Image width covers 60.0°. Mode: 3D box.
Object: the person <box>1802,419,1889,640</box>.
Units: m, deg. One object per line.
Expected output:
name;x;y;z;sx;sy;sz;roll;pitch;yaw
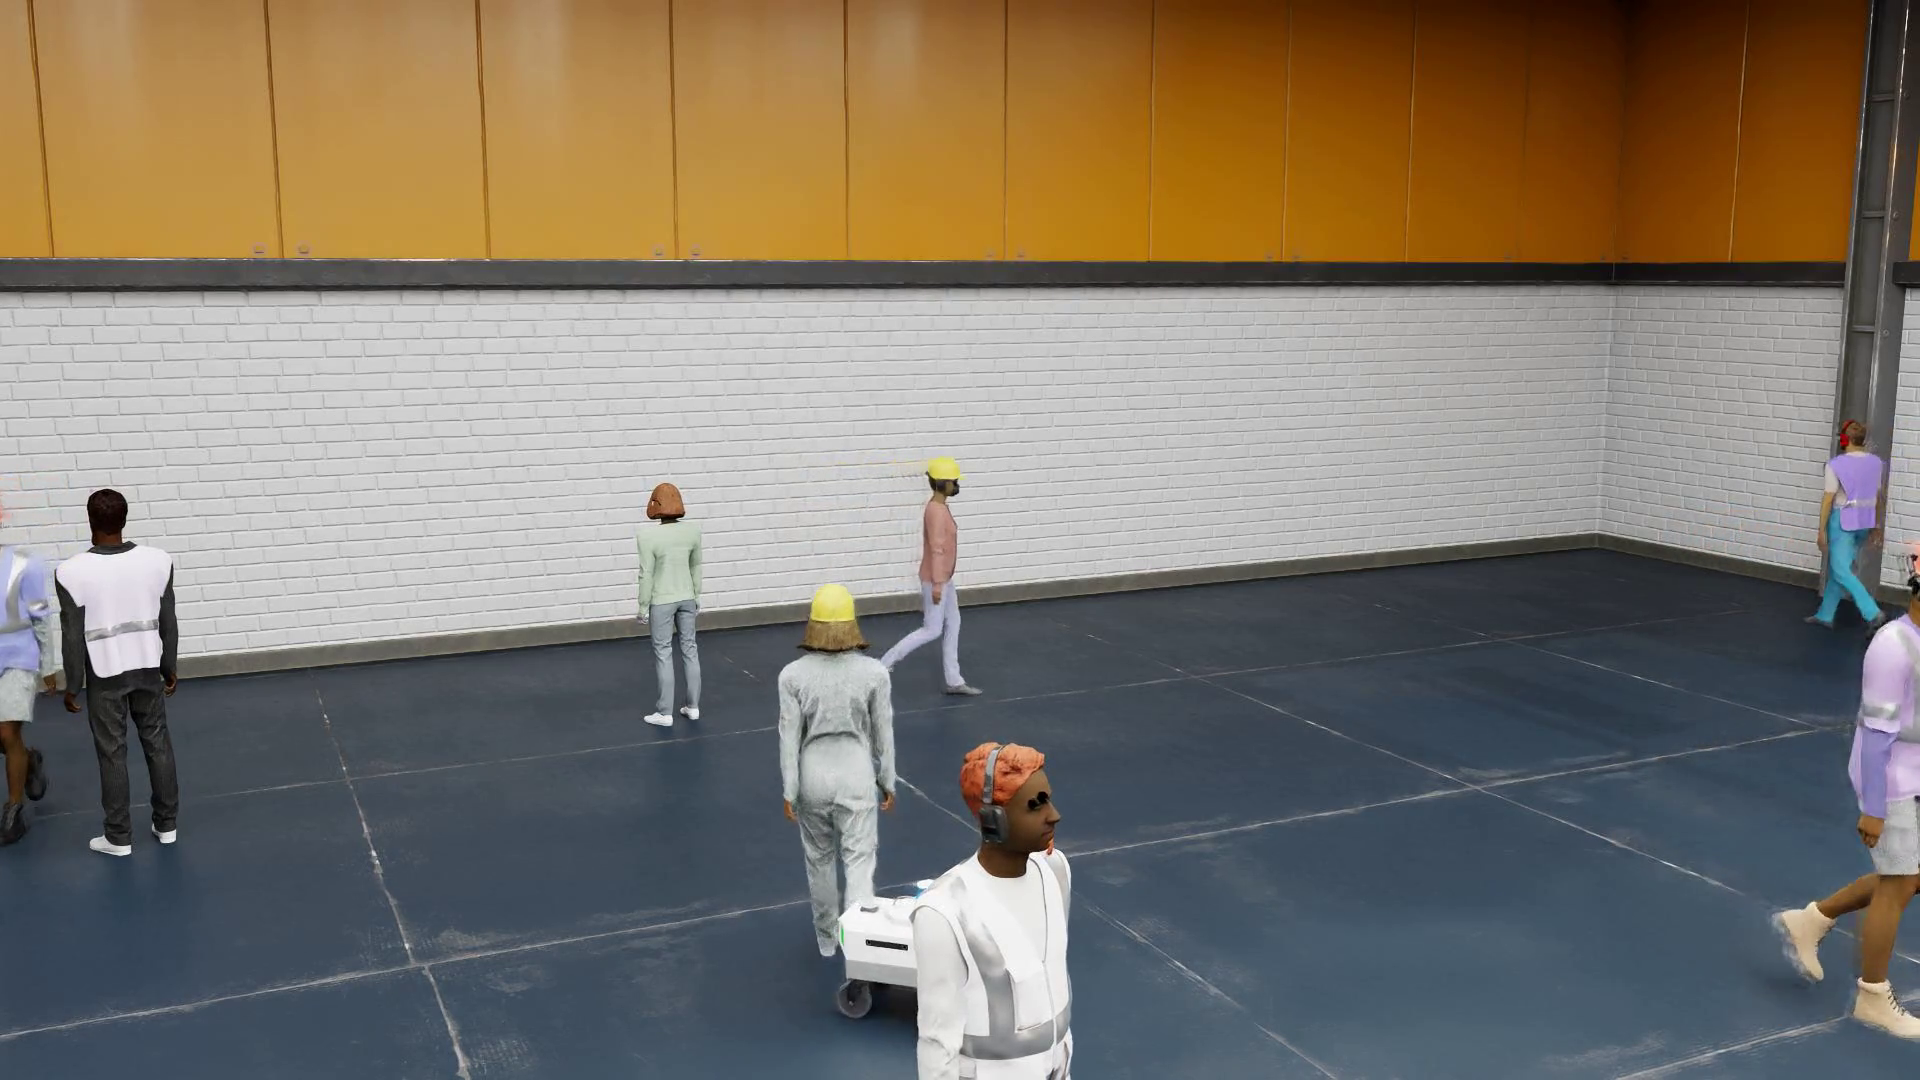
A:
person;7.459;-0.097;13.887;0.572;1.820;0.856;-4;10;-21

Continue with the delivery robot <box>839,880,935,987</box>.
delivery robot;-0.127;1.629;6.771;0.707;0.478;0.477;3;10;18

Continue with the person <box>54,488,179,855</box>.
person;-4.372;0.688;8.679;0.392;1.919;0.590;8;12;40

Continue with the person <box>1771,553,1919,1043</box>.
person;3.719;0.965;6.698;0.671;2.007;0.669;9;13;44

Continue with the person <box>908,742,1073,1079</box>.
person;0.110;1.429;4.189;0.351;1.884;0.582;7;11;35

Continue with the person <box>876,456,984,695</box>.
person;-0.232;0.268;11.818;0.727;1.747;0.535;1;9;4

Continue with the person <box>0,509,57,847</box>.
person;-5.196;0.642;9.043;0.550;1.909;0.807;-1;9;-8

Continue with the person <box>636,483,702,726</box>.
person;-1.945;0.429;11.167;0.499;1.633;0.286;-9;13;-43

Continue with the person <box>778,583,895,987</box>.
person;-0.521;1.046;7.086;0.495;1.719;0.790;-1;9;-5
